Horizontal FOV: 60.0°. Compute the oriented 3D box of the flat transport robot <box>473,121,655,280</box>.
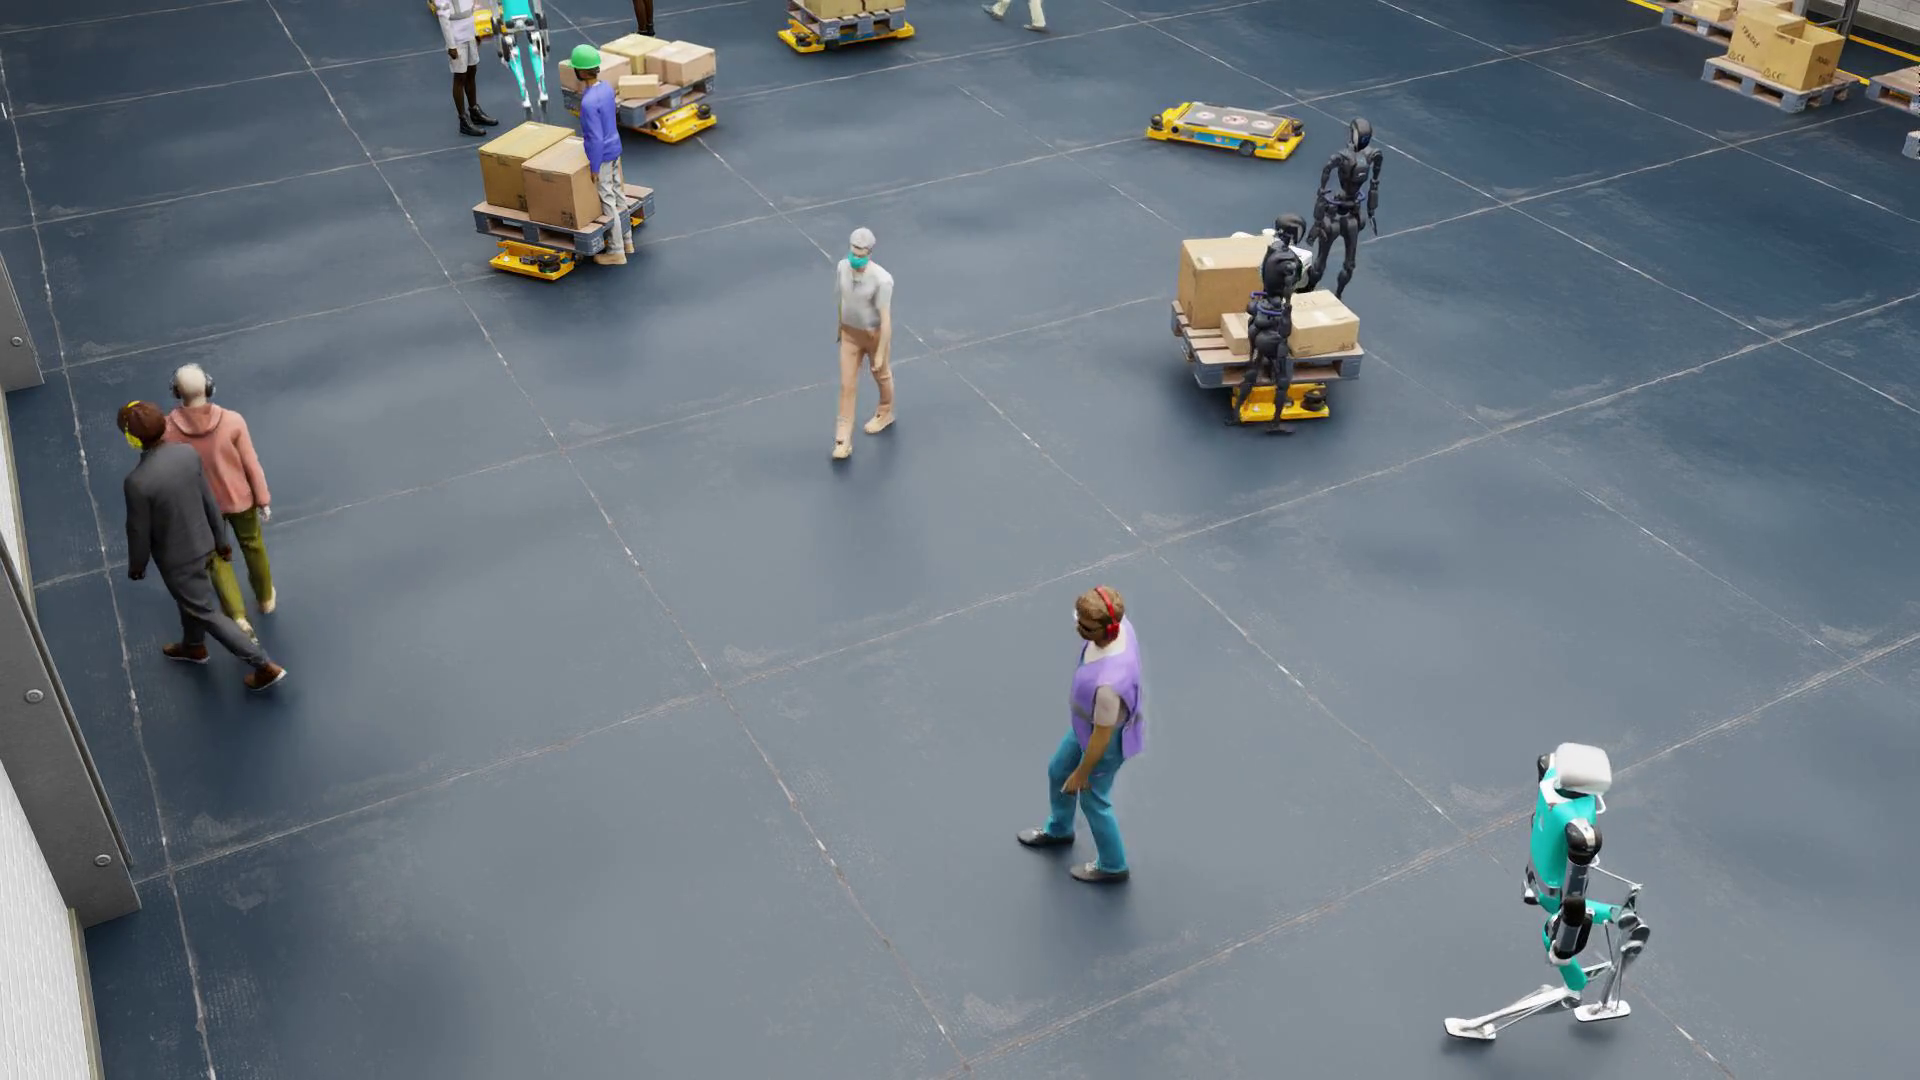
[{"bbox_3d":[-3.414,-2.680,14.542,0.659,0.231,1.431,14,37,20],"label":"flat transport robot"}]

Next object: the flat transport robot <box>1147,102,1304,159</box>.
[{"bbox_3d":[2.646,-4.085,16.549,1.431,0.231,0.659,15,38,21],"label":"flat transport robot"}]

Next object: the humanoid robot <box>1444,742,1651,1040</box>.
[{"bbox_3d":[2.751,1.593,7.210,1.057,1.758,0.534,0,35,0],"label":"humanoid robot"}]

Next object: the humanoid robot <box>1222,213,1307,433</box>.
[{"bbox_3d":[2.175,-1.515,11.673,0.533,1.646,0.589,-4,35,-5],"label":"humanoid robot"}]

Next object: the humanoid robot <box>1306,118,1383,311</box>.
[{"bbox_3d":[3.032,-2.583,13.190,0.610,1.635,0.437,-13,37,-18],"label":"humanoid robot"}]

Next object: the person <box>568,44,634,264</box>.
[{"bbox_3d":[-3.009,-3.214,13.911,0.358,1.870,0.469,7,36,9],"label":"person"}]

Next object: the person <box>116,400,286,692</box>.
[{"bbox_3d":[-4.322,0.045,9.280,0.901,1.834,0.493,8,36,11],"label":"person"}]

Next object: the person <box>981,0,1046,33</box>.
[{"bbox_3d":[0.621,-6.754,19.030,0.952,1.783,0.597,18,39,24],"label":"person"}]

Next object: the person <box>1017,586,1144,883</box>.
[{"bbox_3d":[0.563,0.940,8.028,0.670,1.811,0.617,2,35,3],"label":"person"}]

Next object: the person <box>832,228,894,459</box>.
[{"bbox_3d":[-0.685,-1.382,11.442,0.497,1.693,0.838,16,38,22],"label":"person"}]

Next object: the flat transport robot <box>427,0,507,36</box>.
[{"bbox_3d":[-5.793,-6.252,19.642,0.659,0.231,1.431,-18,39,-24],"label":"flat transport robot"}]

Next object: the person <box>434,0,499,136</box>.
[{"bbox_3d":[-4.890,-4.967,16.362,0.365,1.928,0.541,8,36,11],"label":"person"}]

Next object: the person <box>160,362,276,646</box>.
[{"bbox_3d":[-4.290,-0.203,9.663,0.539,1.811,0.755,-15,38,-21],"label":"person"}]

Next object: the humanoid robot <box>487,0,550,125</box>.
[{"bbox_3d":[-4.215,-4.677,16.176,0.548,1.858,0.711,-13,37,-17],"label":"humanoid robot"}]

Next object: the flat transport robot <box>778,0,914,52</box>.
[{"bbox_3d":[-1.308,-5.869,19.096,1.431,0.231,0.659,-16,38,-22],"label":"flat transport robot"}]

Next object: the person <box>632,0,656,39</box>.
[{"bbox_3d":[-3.654,-6.499,18.516,0.368,1.966,0.600,7,36,9],"label":"person"}]

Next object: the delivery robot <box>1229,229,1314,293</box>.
[{"bbox_3d":[2.531,-2.261,13.693,0.774,0.592,0.499,23,41,29],"label":"delivery robot"}]

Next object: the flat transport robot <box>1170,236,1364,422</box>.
[{"bbox_3d":[2.280,-1.338,12.627,0.659,0.231,1.431,-4,35,-6],"label":"flat transport robot"}]

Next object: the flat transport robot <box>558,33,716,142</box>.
[{"bbox_3d":[-3.249,-4.379,16.968,1.431,0.231,0.659,21,40,27],"label":"flat transport robot"}]
